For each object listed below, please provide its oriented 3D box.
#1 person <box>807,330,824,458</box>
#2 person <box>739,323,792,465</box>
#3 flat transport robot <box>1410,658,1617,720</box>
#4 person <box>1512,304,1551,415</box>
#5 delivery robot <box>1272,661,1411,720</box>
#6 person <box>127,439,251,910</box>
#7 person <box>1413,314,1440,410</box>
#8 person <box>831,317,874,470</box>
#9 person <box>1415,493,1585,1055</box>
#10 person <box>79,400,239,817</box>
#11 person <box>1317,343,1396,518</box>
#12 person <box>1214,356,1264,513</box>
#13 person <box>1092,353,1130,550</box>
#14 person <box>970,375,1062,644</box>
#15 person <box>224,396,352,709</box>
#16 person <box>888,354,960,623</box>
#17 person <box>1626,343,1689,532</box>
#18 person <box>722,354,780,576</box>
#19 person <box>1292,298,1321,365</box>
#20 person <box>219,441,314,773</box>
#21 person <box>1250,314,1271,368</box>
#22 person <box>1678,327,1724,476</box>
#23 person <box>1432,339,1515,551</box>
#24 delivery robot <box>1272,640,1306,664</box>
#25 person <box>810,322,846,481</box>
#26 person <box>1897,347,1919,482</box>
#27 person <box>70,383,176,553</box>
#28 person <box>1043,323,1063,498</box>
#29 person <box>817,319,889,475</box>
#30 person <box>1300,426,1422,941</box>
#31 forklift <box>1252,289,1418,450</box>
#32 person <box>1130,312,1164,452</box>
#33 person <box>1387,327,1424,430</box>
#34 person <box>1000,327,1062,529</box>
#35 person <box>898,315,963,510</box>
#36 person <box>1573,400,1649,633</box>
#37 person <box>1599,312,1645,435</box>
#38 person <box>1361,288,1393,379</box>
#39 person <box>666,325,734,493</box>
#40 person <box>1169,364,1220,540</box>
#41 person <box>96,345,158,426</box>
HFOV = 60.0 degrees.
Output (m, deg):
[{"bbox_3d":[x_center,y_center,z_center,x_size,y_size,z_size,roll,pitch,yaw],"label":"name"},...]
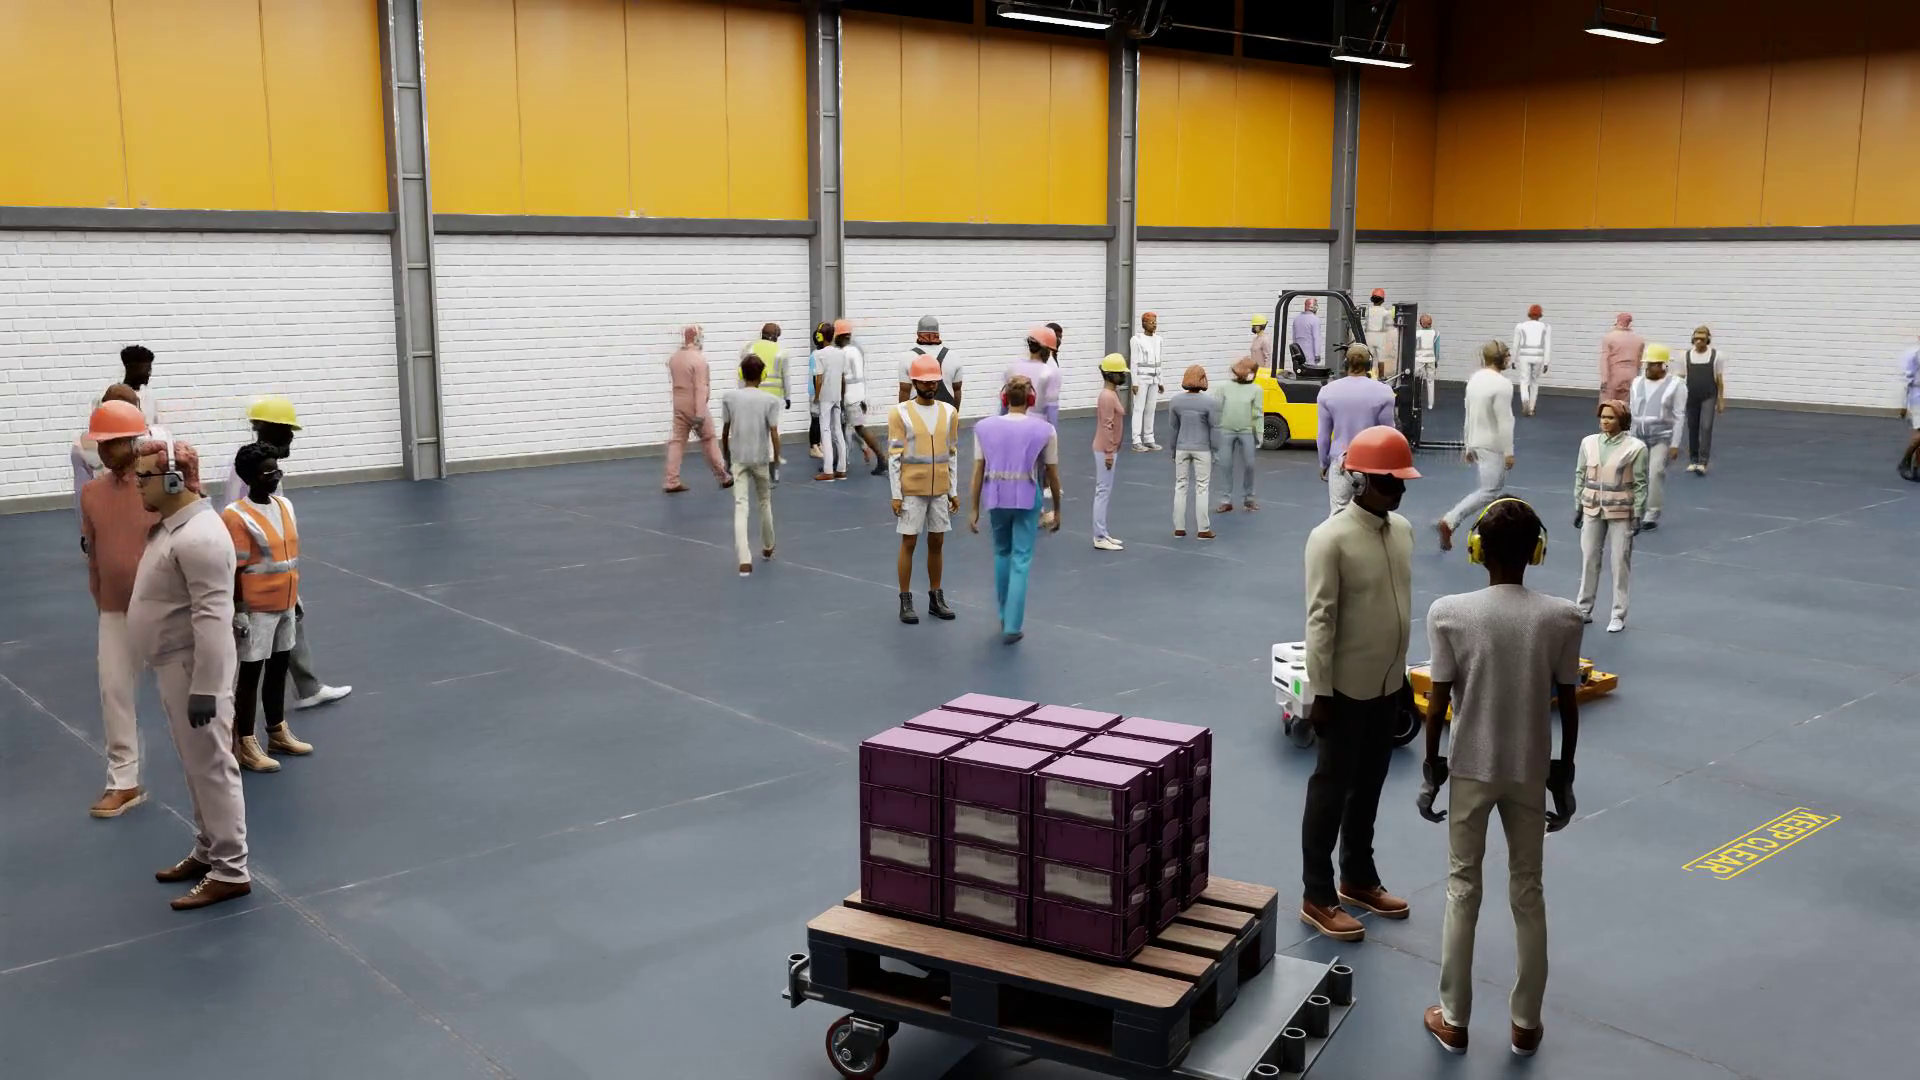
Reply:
[{"bbox_3d":[-1.830,-1.926,21.811,0.318,1.698,0.539,1,10,8],"label":"person"},{"bbox_3d":[-2.451,-1.815,20.894,0.664,1.804,0.539,0,10,1],"label":"person"},{"bbox_3d":[3.197,0.831,9.847,1.431,0.197,0.652,-7,12,-36],"label":"flat transport robot"},{"bbox_3d":[9.433,-2.963,27.425,0.578,1.861,0.785,2,10,10],"label":"person"},{"bbox_3d":[2.068,0.780,9.043,0.707,0.478,0.477,-2,10,-14],"label":"delivery robot"},{"bbox_3d":[-3.158,0.537,6.788,0.406,1.906,0.654,-6,11,-32],"label":"person"},{"bbox_3d":[7.965,-3.042,28.524,0.515,1.641,0.309,-1,10,-5],"label":"person"},{"bbox_3d":[-1.351,-1.812,20.569,0.663,1.908,0.827,9,13,44],"label":"person"},{"bbox_3d":[1.772,0.776,5.488,0.513,1.875,0.328,1,10,7],"label":"person"},{"bbox_3d":[-3.922,0.288,8.082,0.608,1.968,0.873,1,10,7],"label":"person"},{"bbox_3d":[3.199,-0.620,13.470,0.631,1.940,0.372,4,10,22],"label":"person"},{"bbox_3d":[2.859,-1.077,17.104,0.581,1.618,0.343,1,10,4],"label":"person"},{"bbox_3d":[1.361,-0.799,15.017,0.331,1.768,0.526,1,10,7],"label":"person"},{"bbox_3d":[0.411,-0.231,11.533,0.606,1.811,0.836,3,10,14],"label":"person"},{"bbox_3d":[-3.956,0.123,9.397,0.872,1.849,0.621,-4,10,-21],"label":"person"},{"bbox_3d":[-0.247,-0.369,12.005,0.545,1.938,0.359,-5,11,-26],"label":"person"},{"bbox_3d":[6.658,-0.981,15.953,0.455,1.817,0.593,-7,12,-37],"label":"person"},{"bbox_3d":[-1.754,-0.653,14.015,0.515,1.816,1.007,0,10,0],"label":"person"},{"bbox_3d":[6.116,-3.285,29.177,0.399,1.903,0.644,-5,11,-28],"label":"person"},{"bbox_3d":[-3.584,0.335,8.586,0.317,1.695,0.540,2,10,13],"label":"person"},{"bbox_3d":[4.477,-2.495,24.952,0.329,1.767,0.529,-2,10,-12],"label":"person"},{"bbox_3d":[8.907,-1.671,20.073,0.525,1.786,0.941,6,12,33],"label":"person"},{"bbox_3d":[4.615,-0.816,14.692,0.830,1.920,0.637,-1,10,-6],"label":"person"},{"bbox_3d":[2.151,0.697,9.529,0.707,0.478,0.477,-4,10,-20],"label":"delivery robot"},{"bbox_3d":[-1.545,-1.618,19.527,0.311,1.864,0.533,8,13,40],"label":"person"},{"bbox_3d":[11.209,-1.598,19.266,0.548,1.915,0.414,-2,10,-13],"label":"person"},{"bbox_3d":[-5.274,-0.078,10.598,0.634,1.835,0.429,-5,11,-27],"label":"person"},{"bbox_3d":[0.937,-1.420,18.233,0.395,1.913,0.587,2,10,12],"label":"person"},{"bbox_3d":[-1.249,-1.716,20.056,0.978,1.887,0.538,2,10,12],"label":"person"},{"bbox_3d":[1.580,0.544,6.492,0.625,1.990,0.395,-9,13,-42],"label":"person"},{"bbox_3d":[5.034,-2.339,22.783,2.313,2.155,1.214,3,10,16],"label":"forklift"},{"bbox_3d":[2.539,-2.136,22.513,0.574,1.882,0.356,-8,13,-40],"label":"person"},{"bbox_3d":[6.547,-2.562,25.001,0.936,1.894,0.604,-3,10,-17],"label":"person"},{"bbox_3d":[0.649,-1.016,15.716,0.711,1.971,1.019,5,11,28],"label":"person"},{"bbox_3d":[-0.337,-1.312,17.223,0.684,2.000,0.535,-3,10,-17],"label":"person"},{"bbox_3d":[4.574,-0.174,11.725,0.314,1.641,0.515,-8,13,-40],"label":"person"},{"bbox_3d":[9.108,-2.200,22.942,0.672,1.868,0.464,-1,10,-8],"label":"person"},{"bbox_3d":[7.745,-3.662,30.973,0.614,2.042,0.373,4,10,20],"label":"person"},{"bbox_3d":[-2.918,-1.469,18.676,0.646,1.863,0.965,9,13,44],"label":"person"},{"bbox_3d":[2.184,-0.818,15.513,0.500,1.636,0.282,6,11,30],"label":"person"},{"bbox_3d":[-6.990,-0.673,13.884,1.003,1.917,0.655,2,10,10],"label":"person"}]
